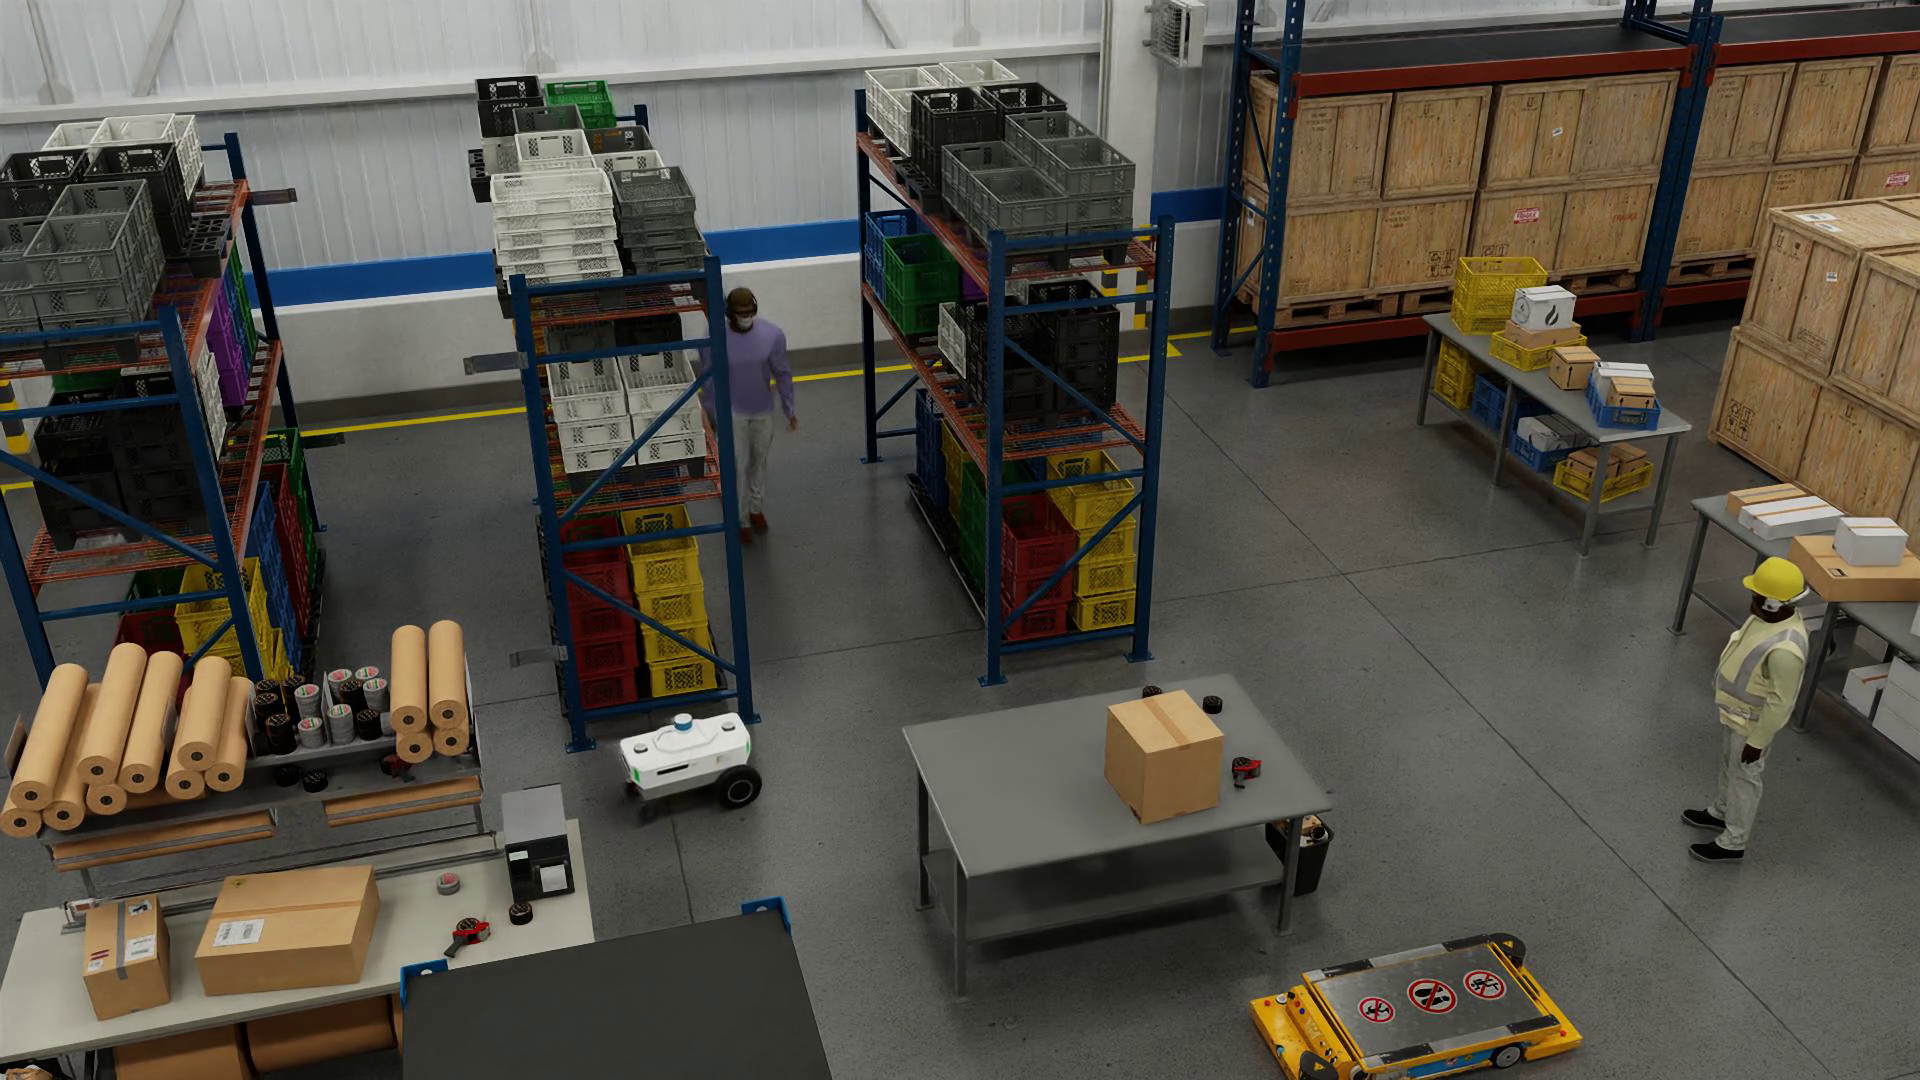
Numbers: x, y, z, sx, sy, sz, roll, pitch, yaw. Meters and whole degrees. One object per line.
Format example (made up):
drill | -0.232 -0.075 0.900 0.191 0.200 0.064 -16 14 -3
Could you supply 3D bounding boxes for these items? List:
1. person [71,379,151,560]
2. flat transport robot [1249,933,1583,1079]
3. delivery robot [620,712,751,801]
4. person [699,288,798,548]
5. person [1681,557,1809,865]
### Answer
person | -6.138 -0.785 11.939 0.346 1.856 0.813 8 30 14
flat transport robot | 2.184 2.282 7.980 1.431 0.197 0.652 -8 30 -14
delivery robot | -1.571 1.219 9.528 0.707 0.478 0.477 -12 31 -21
person | -1.490 -0.878 12.027 0.649 1.919 0.672 -11 31 -19
person | 4.207 0.908 8.874 0.403 1.827 0.600 8 30 14
